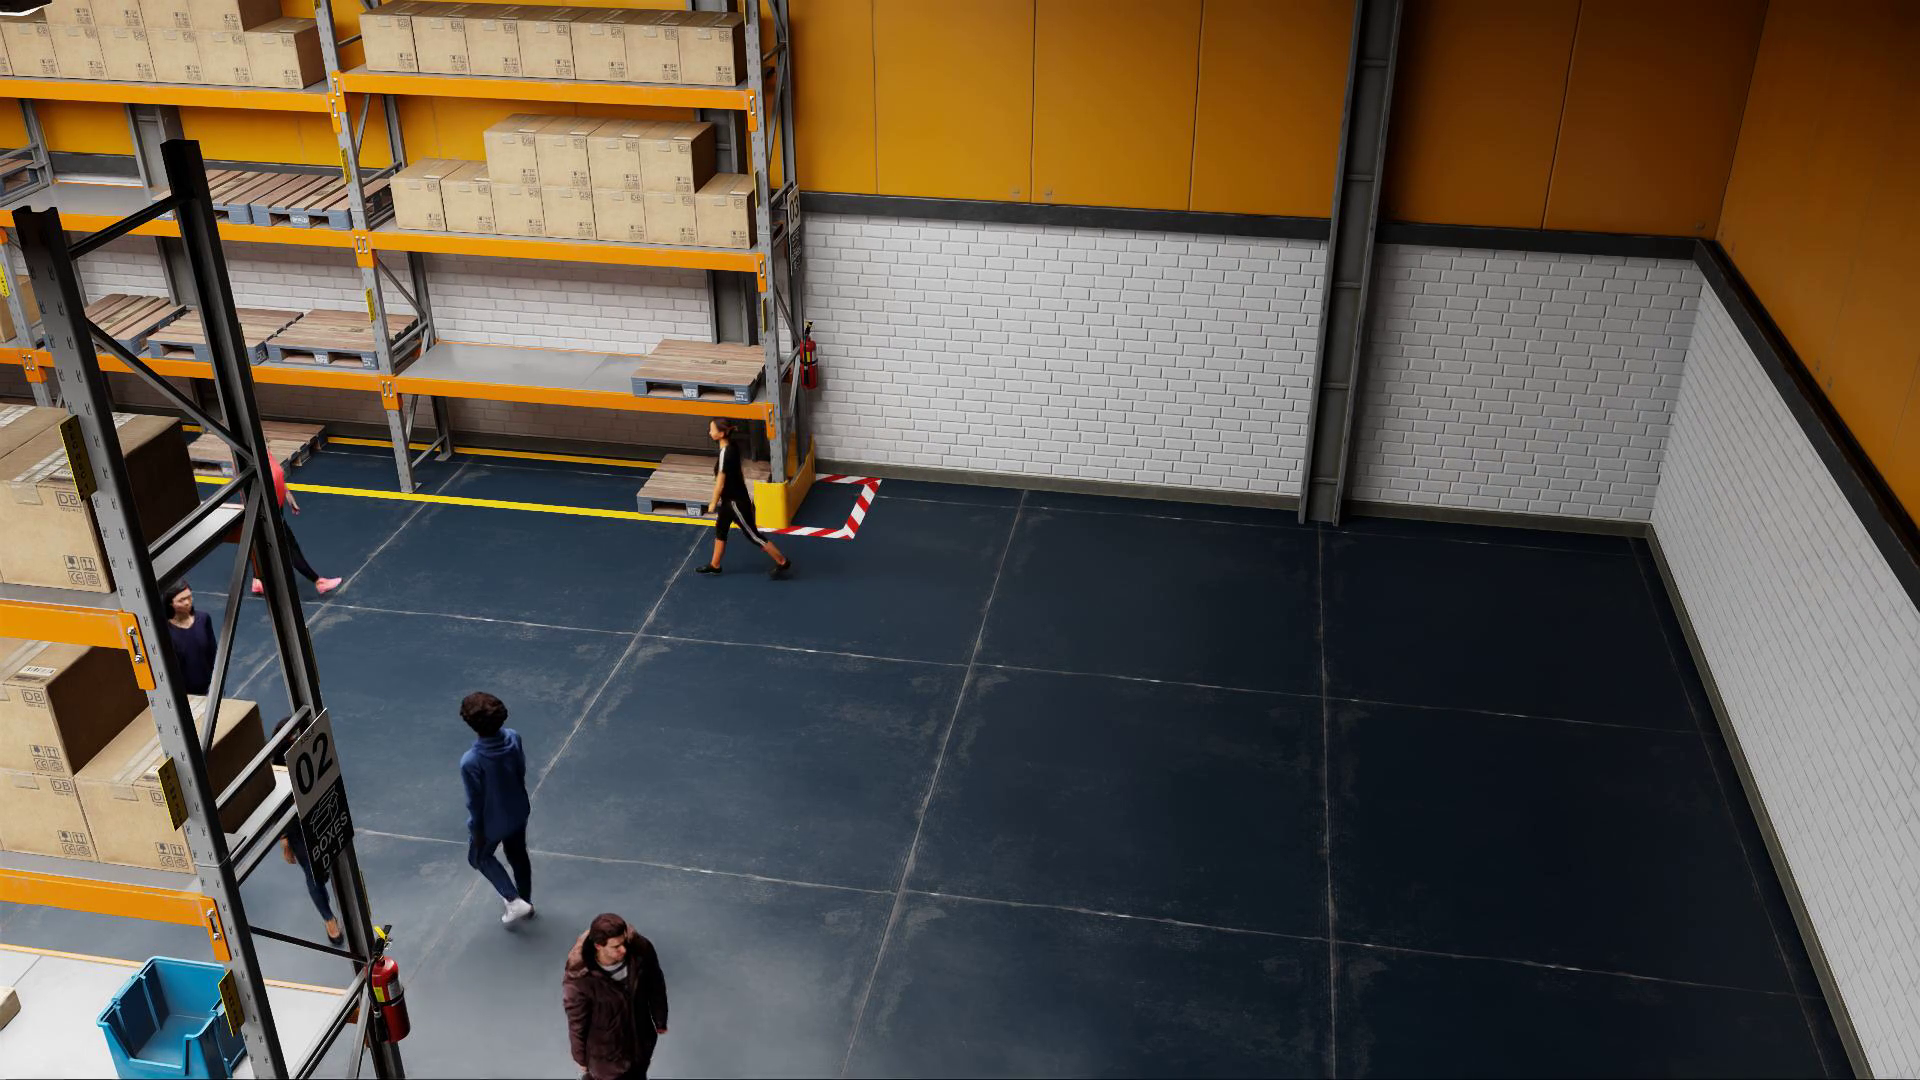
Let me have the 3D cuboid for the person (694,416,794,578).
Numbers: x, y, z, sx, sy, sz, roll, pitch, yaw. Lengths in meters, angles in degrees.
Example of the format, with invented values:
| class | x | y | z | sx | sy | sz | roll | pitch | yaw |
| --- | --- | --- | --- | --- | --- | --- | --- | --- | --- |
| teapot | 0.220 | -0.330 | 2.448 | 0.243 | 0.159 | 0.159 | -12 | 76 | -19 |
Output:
| class | x | y | z | sx | sy | sz | roll | pitch | yaw |
| --- | --- | --- | --- | --- | --- | --- | --- | --- | --- |
| person | -1.971 | -0.349 | 15.276 | 1.206 | 1.625 | 0.770 | -1 | 29 | -2 |

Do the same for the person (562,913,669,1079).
| class | x | y | z | sx | sy | sz | roll | pitch | yaw |
| --- | --- | --- | --- | --- | --- | --- | --- | --- | --- |
| person | -1.975 | 2.772 | 9.357 | 1.269 | 1.815 | 1.104 | 22 | 36 | 35 |

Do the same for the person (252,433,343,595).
| class | x | y | z | sx | sy | sz | roll | pitch | yaw |
| --- | --- | --- | --- | --- | --- | --- | --- | --- | --- |
| person | -6.314 | -0.216 | 15.008 | 1.150 | 1.649 | 0.771 | -1 | 29 | -1 |

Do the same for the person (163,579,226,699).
| class | x | y | z | sx | sy | sz | roll | pitch | yaw |
| --- | --- | --- | --- | --- | --- | --- | --- | --- | --- |
| person | -5.843 | 1.055 | 12.610 | 1.028 | 1.714 | 0.891 | 22 | 36 | 35 |

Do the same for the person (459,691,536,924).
| class | x | y | z | sx | sy | sz | roll | pitch | yaw |
| --- | --- | --- | --- | --- | --- | --- | --- | --- | --- |
| person | -3.019 | 1.840 | 11.088 | 0.798 | 1.793 | 0.796 | 18 | 33 | 30 |

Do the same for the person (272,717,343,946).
| class | x | y | z | sx | sy | sz | roll | pitch | yaw |
| --- | --- | --- | --- | --- | --- | --- | --- | --- | --- |
| person | -4.329 | 1.891 | 11.008 | 0.800 | 1.781 | 0.873 | -23 | 36 | -36 |
